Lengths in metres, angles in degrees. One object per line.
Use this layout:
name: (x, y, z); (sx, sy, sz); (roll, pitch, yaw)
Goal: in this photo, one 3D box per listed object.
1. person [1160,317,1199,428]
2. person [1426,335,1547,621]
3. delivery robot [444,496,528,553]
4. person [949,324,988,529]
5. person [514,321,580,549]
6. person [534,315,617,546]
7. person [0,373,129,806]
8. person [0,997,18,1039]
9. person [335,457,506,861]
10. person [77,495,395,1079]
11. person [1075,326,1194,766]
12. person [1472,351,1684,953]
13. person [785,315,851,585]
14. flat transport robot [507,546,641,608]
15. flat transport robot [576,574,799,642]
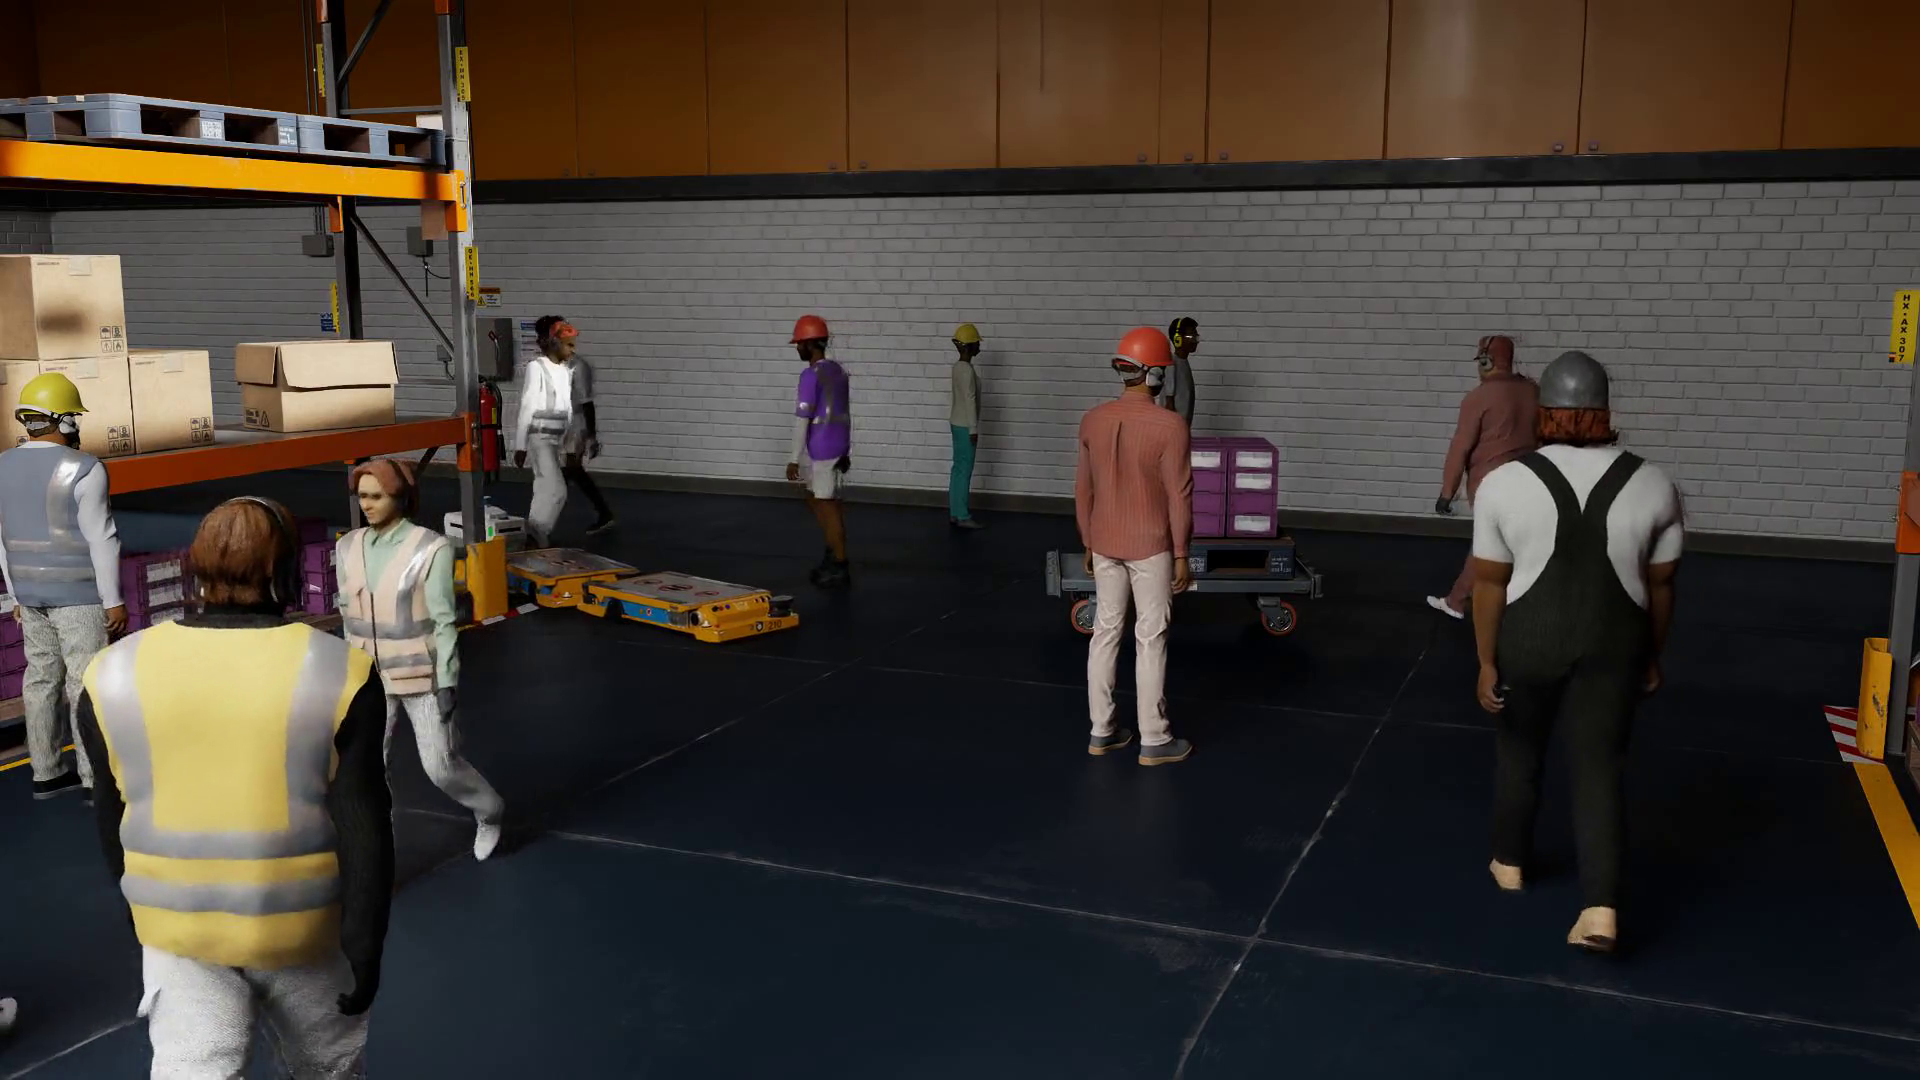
person: (1.725, -0.805, 13.068); (0.336, 1.862, 0.521); (4, 10, 21)
person: (3.271, -0.331, 10.245); (0.658, 1.844, 1.040); (-6, 11, -31)
delivery robot: (-3.528, -0.083, 12.355); (0.707, 0.478, 0.477); (9, 13, 44)
person: (0.062, -0.983, 14.416); (0.297, 1.772, 0.533); (-2, 10, -12)
person: (-3.086, -0.704, 12.472); (0.512, 1.851, 0.641); (2, 10, 10)
person: (-3.224, -0.915, 13.674); (0.613, 1.901, 1.116); (7, 11, 35)
person: (-3.774, 0.212, 7.021); (0.589, 1.827, 0.403); (3, 10, 19)
person: (-2.896, 0.763, 4.397); (0.523, 1.576, 0.847); (0, 9, -1)
person: (-1.976, 0.484, 6.010); (0.521, 1.604, 0.773); (3, 10, 19)
person: (-1.509, 0.798, 3.569); (0.633, 1.792, 0.949); (-1, 9, -8)
person: (0.813, 0.025, 7.626); (0.614, 1.993, 0.395); (8, 13, 42)
person: (2.077, 0.327, 5.660); (0.684, 2.000, 1.014); (2, 10, 10)
person: (-0.979, -0.627, 11.811); (0.515, 1.910, 0.572); (3, 10, 16)
flat transport robot: (-2.796, 0.238, 11.550); (0.652, 0.197, 1.431); (-7, 12, -36)
flat transport robot: (-1.743, 0.404, 10.542); (1.431, 0.197, 0.652); (8, 13, 41)
